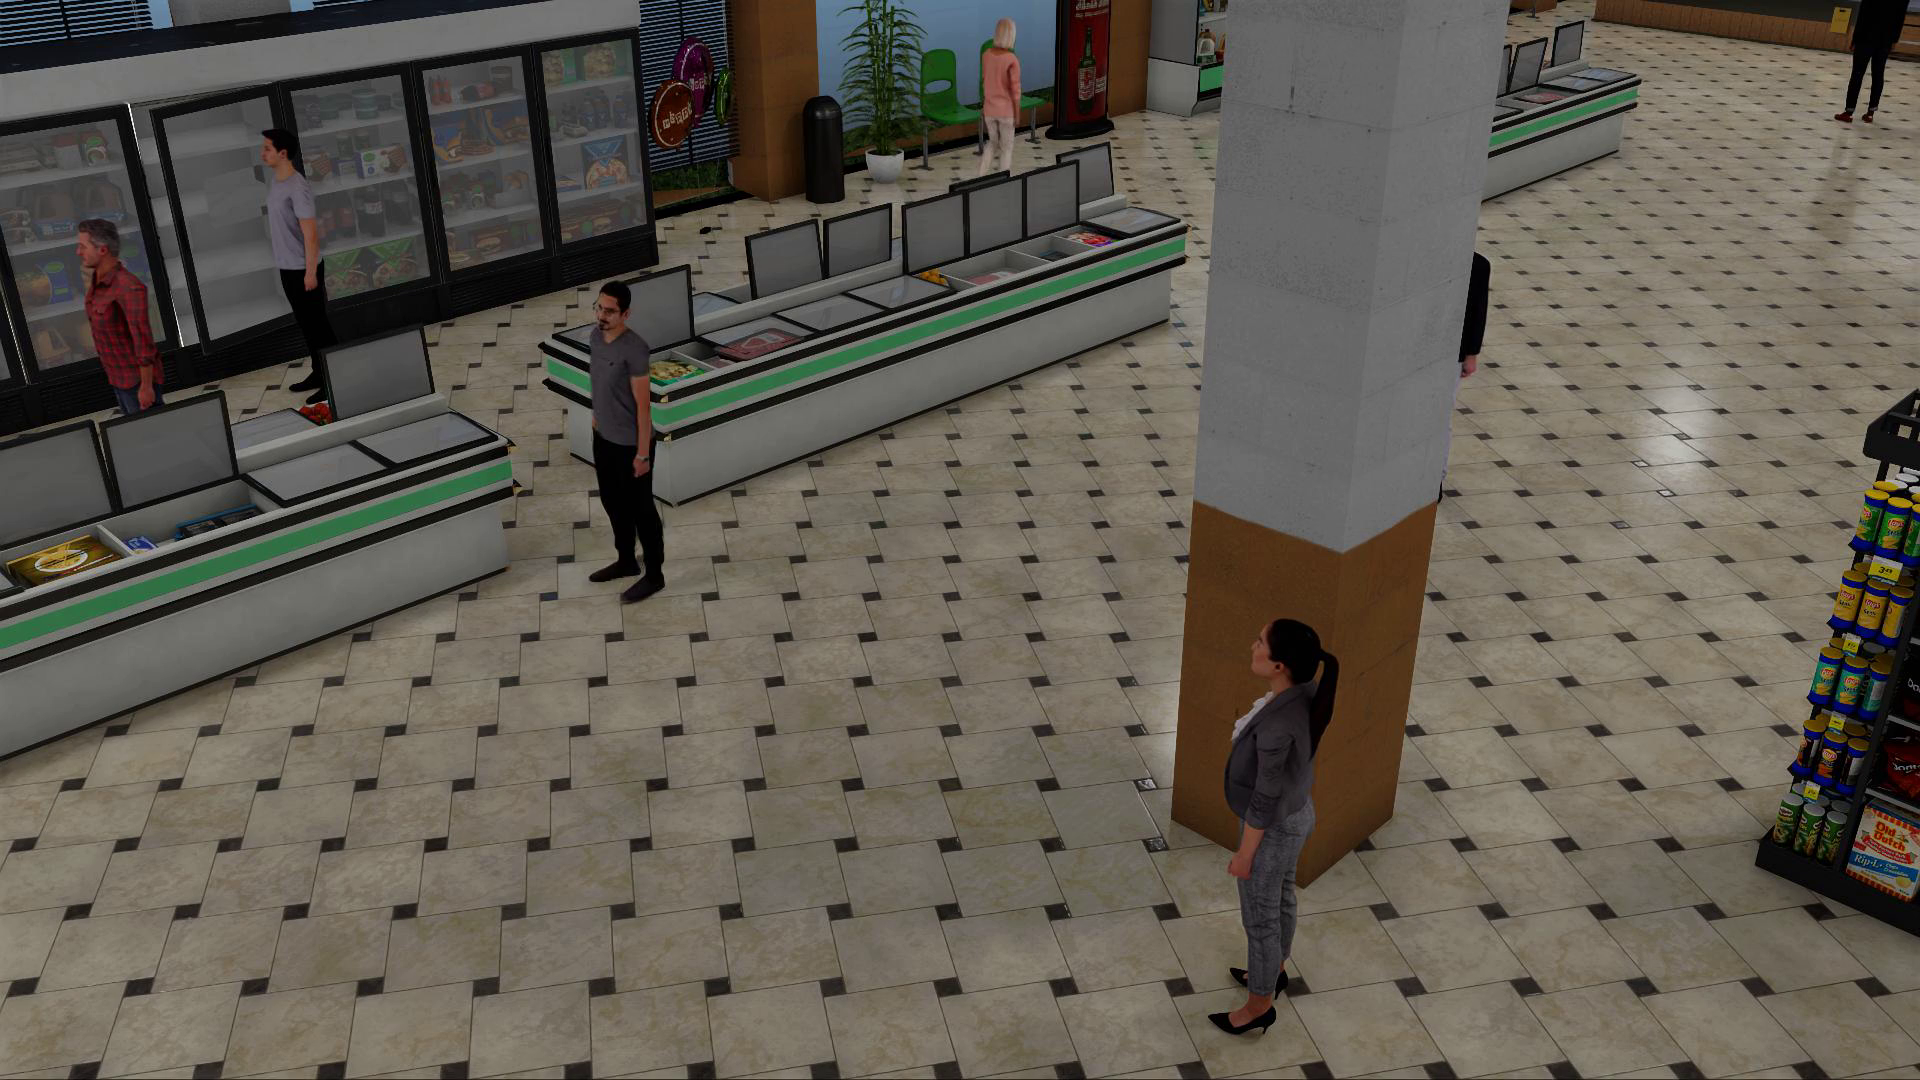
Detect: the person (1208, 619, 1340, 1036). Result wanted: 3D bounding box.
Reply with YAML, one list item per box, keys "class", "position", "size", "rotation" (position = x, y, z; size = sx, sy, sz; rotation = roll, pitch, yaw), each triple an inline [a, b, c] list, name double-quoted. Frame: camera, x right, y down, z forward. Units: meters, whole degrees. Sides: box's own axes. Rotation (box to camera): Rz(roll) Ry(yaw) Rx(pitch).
- class: "person"
  position: [1.106, 1.020, 5.861]
  size: [0.751, 1.678, 0.630]
  rotation: [13, 30, 23]

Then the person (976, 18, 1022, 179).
- class: "person"
  position: [0.334, -4.103, 15.921]
  size: [0.647, 1.717, 0.743]
  rotation: [20, 33, 35]

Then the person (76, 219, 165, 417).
- class: "person"
  position: [-4.759, -0.961, 9.601]
  size: [0.554, 1.830, 0.703]
  rotation: [-21, 34, -36]

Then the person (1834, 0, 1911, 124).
- class: "person"
  position: [10.405, -5.676, 18.912]
  size: [0.784, 1.818, 0.834]
  rotation: [1, 27, 2]

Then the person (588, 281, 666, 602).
- class: "person"
  position: [-1.790, -0.543, 8.862]
  size: [0.555, 1.752, 0.649]
  rotation: [-20, 33, -34]

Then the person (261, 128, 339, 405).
- class: "person"
  position: [-4.497, -1.877, 11.369]
  size: [0.562, 1.863, 0.672]
  rotation: [-21, 34, -36]
